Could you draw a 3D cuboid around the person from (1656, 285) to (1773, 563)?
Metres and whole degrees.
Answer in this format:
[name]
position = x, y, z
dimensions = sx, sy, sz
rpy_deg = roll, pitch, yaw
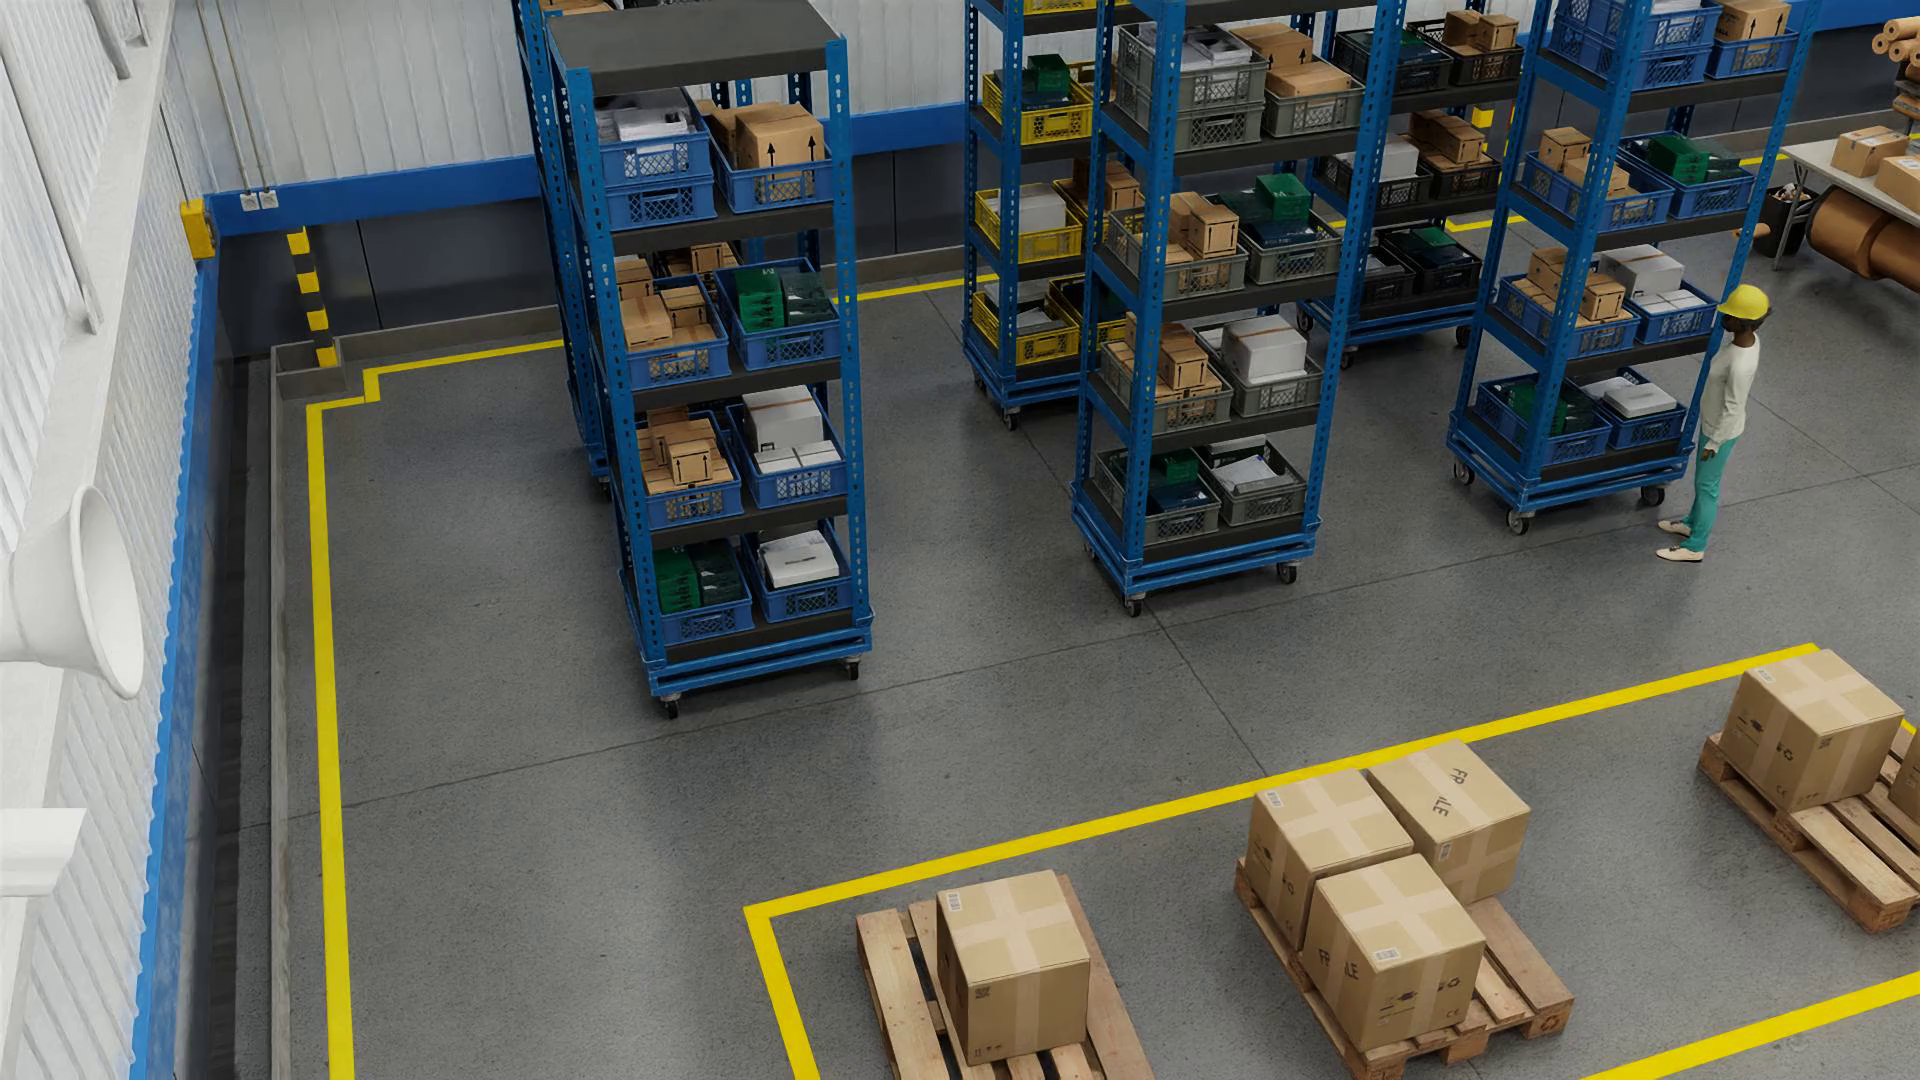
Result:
[person]
position = 4.395, -0.673, 9.709
dimensions = 0.324, 1.766, 0.532
rpy_deg = 13, 37, 18
